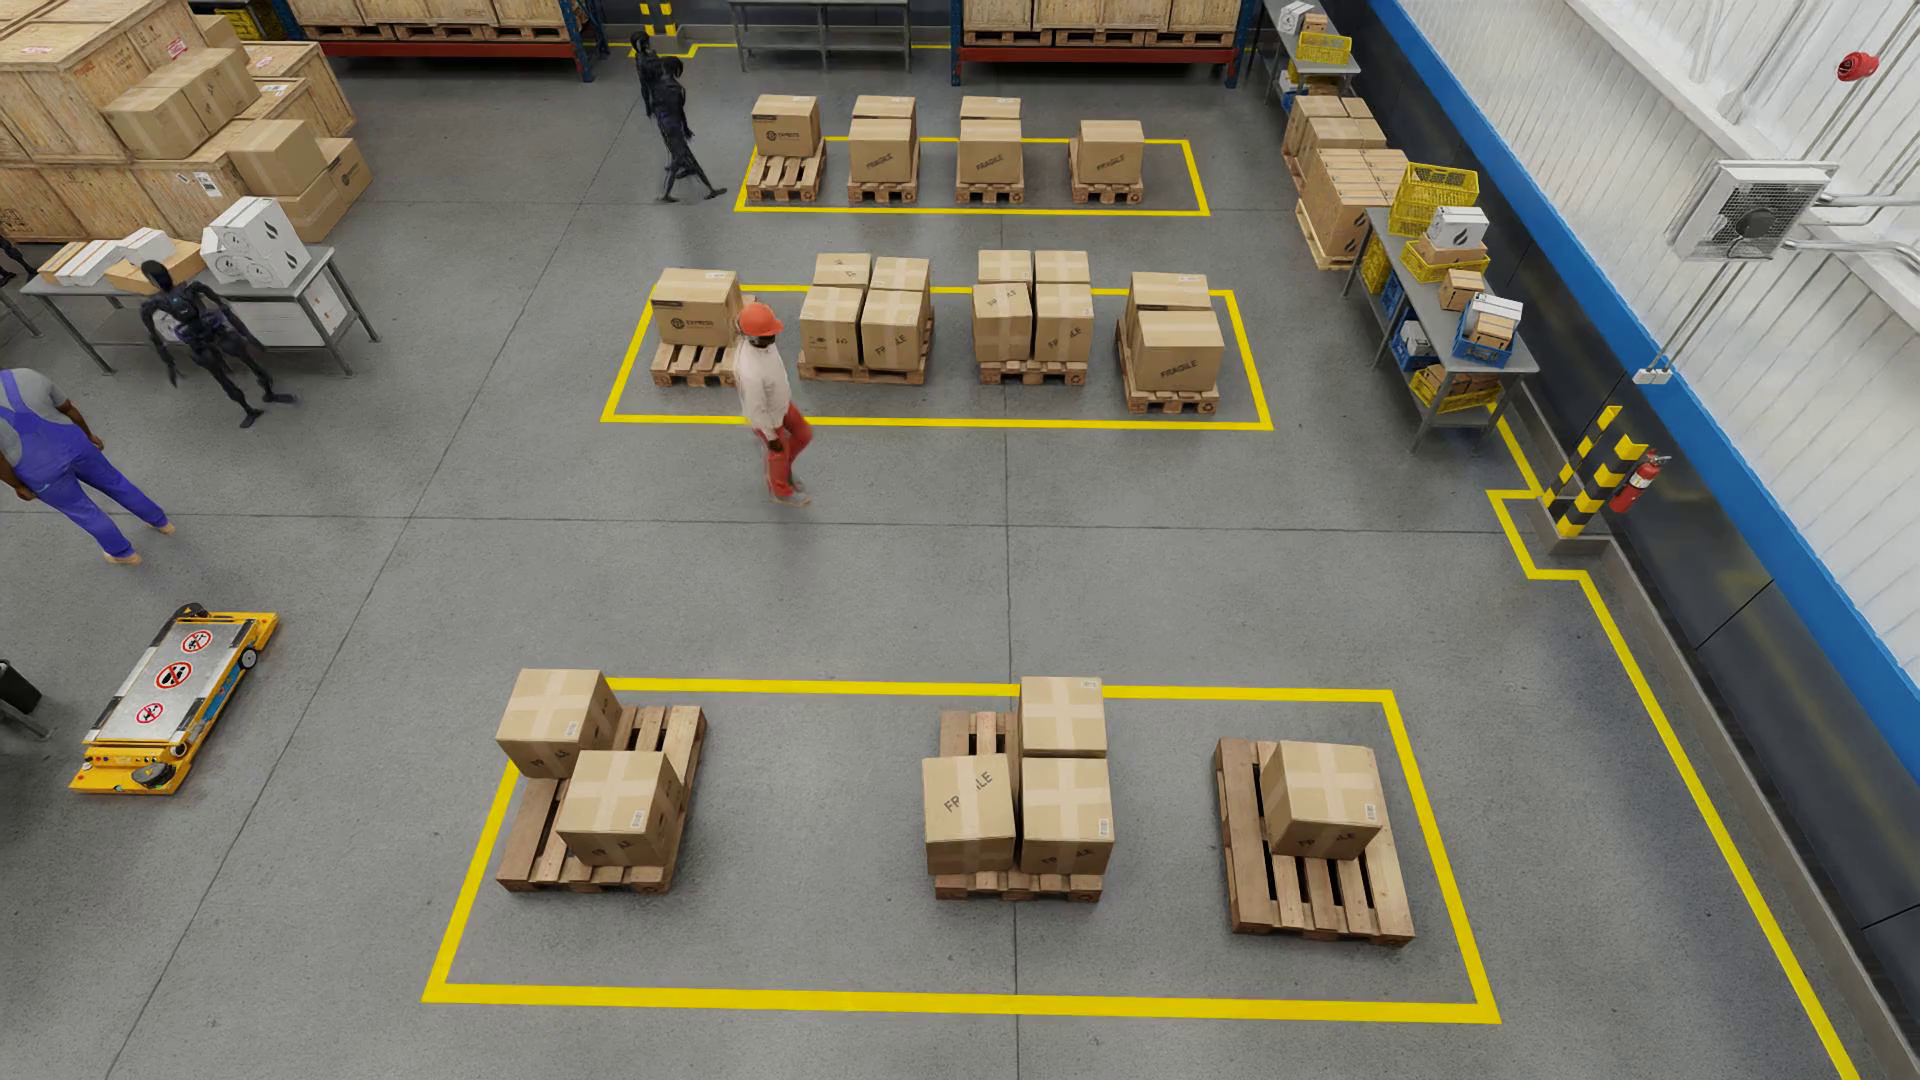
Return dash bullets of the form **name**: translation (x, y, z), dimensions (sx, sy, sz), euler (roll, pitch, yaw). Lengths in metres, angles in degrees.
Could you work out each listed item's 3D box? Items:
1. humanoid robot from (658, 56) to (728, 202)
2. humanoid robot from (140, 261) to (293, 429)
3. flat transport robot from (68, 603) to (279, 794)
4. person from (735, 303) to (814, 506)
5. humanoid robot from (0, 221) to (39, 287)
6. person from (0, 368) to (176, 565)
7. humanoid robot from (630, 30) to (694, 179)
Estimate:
- **humanoid robot**: translation (-3.191, -4.573, 10.365), dimensions (0.801, 1.619, 0.648), euler (-18, 52, -14)
- **humanoid robot**: translation (-6.457, -1.671, 7.852), dimensions (0.737, 1.646, 0.431), euler (-36, 59, -27)
- **flat transport robot**: translation (-5.504, 1.072, 6.442), dimensions (0.652, 0.197, 1.431), euler (1, 50, 1)
- **person**: translation (-1.416, -0.991, 7.086), dimensions (0.461, 1.973, 0.642), euler (4, 50, 3)
- **humanoid robot**: translation (-10.134, -3.334, 9.256), dimensions (0.609, 1.657, 0.313), euler (-10, 51, -8)
- **person**: translation (-6.730, -0.622, 6.734), dimensions (0.536, 2.000, 0.682), euler (15, 51, 12)
- **humanoid robot**: translation (-3.523, -5.092, 10.752), dimensions (0.357, 1.650, 0.563), euler (-36, 58, -26)
